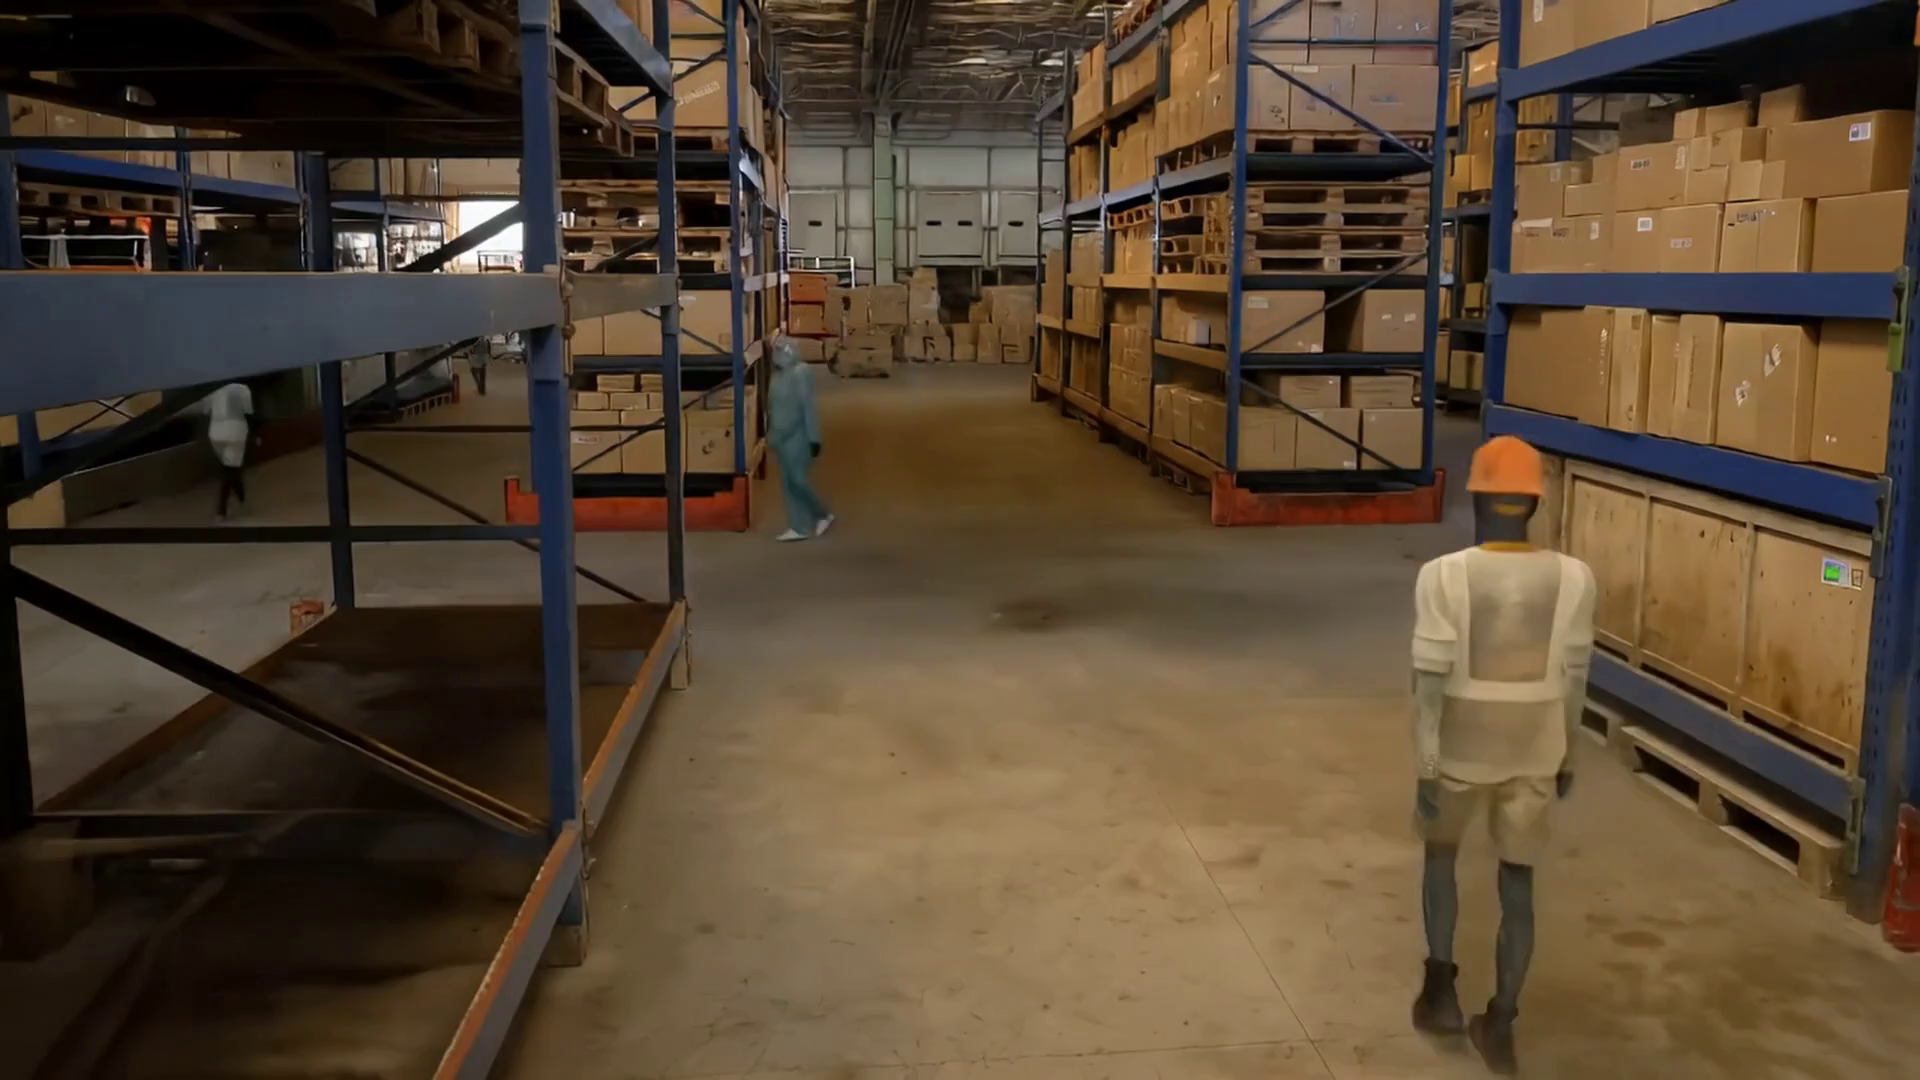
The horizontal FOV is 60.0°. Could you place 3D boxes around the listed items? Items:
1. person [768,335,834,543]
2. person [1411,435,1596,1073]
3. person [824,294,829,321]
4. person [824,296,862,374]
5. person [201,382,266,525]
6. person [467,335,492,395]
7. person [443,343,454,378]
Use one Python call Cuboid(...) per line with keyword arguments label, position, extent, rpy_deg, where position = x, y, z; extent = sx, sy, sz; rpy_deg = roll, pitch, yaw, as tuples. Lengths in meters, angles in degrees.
Cuboid(label="person", position=(-1.483, -0.912, 15.015), extent=(0.474, 1.875, 0.686), rpy_deg=(-8, 12, -40))
Cuboid(label="person", position=(1.642, 0.640, 5.124), extent=(0.547, 1.916, 0.584), rpy_deg=(1, 9, 8))
Cuboid(label="person", position=(-3.949, -6.534, 50.415), extent=(0.344, 1.840, 0.505), rpy_deg=(2, 9, 14))
Cuboid(label="person", position=(-2.837, -4.956, 40.241), extent=(0.974, 1.930, 0.612), rpy_deg=(-2, 9, -10))
Cuboid(label="person", position=(-7.075, -1.004, 16.262), extent=(0.541, 1.655, 0.868), rpy_deg=(4, 10, 21))
Cuboid(label="person", position=(-9.549, -3.700, 33.109), extent=(0.536, 1.687, 0.517), rpy_deg=(-5, 10, -30))
Cuboid(label="person", position=(-11.983, -4.681, 38.481), extent=(0.551, 1.935, 0.373), rpy_deg=(8, 12, 42))
